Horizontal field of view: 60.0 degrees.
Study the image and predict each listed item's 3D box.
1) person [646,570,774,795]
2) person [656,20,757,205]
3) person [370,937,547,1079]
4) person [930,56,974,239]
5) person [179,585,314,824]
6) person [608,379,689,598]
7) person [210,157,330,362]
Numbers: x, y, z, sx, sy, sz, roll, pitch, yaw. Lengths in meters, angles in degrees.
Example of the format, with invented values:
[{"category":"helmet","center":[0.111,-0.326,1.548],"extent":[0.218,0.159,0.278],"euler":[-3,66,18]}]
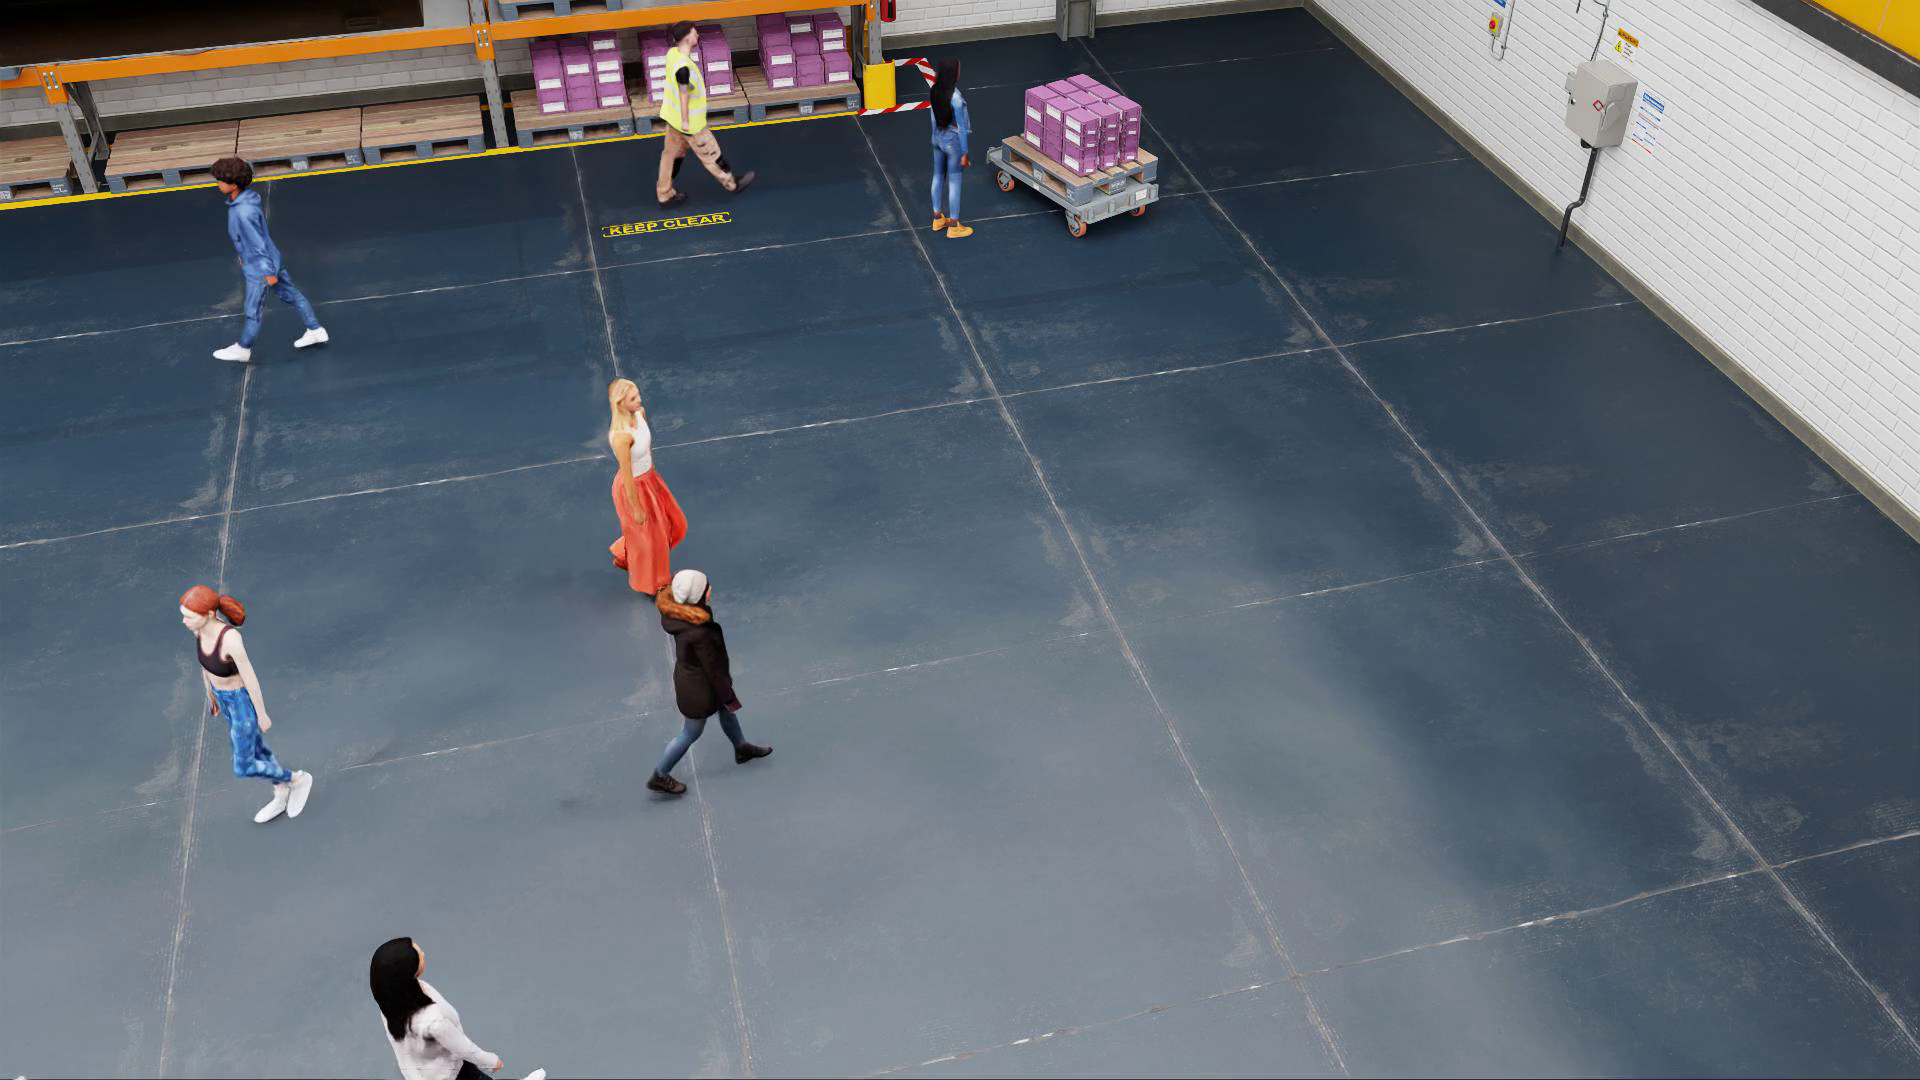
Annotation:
[{"category":"person","center":[-1.601,0.875,9.812],"extent":[1.033,1.604,0.659],"euler":[-11,40,-14]},{"category":"person","center":[-2.647,-3.971,15.738],"extent":[1.246,1.782,0.851],"euler":[-17,42,-20]},{"category":"person","center":[-2.518,2.511,7.728],"extent":[1.199,1.649,0.976],"euler":[-32,48,-33]},{"category":"person","center":[-0.110,-3.632,15.367],"extent":[0.653,1.714,0.674],"euler":[-27,46,-29]},{"category":"person","center":[-4.084,0.915,9.623],"extent":[0.724,1.779,0.787],"euler":[28,46,30]},{"category":"person","center":[-2.245,-0.334,11.178],"extent":[0.919,1.789,0.824],"euler":[7,39,9]},{"category":"person","center":[-5.650,-2.301,13.659],"extent":[1.171,1.766,0.780],"euler":[-15,41,-18]}]
